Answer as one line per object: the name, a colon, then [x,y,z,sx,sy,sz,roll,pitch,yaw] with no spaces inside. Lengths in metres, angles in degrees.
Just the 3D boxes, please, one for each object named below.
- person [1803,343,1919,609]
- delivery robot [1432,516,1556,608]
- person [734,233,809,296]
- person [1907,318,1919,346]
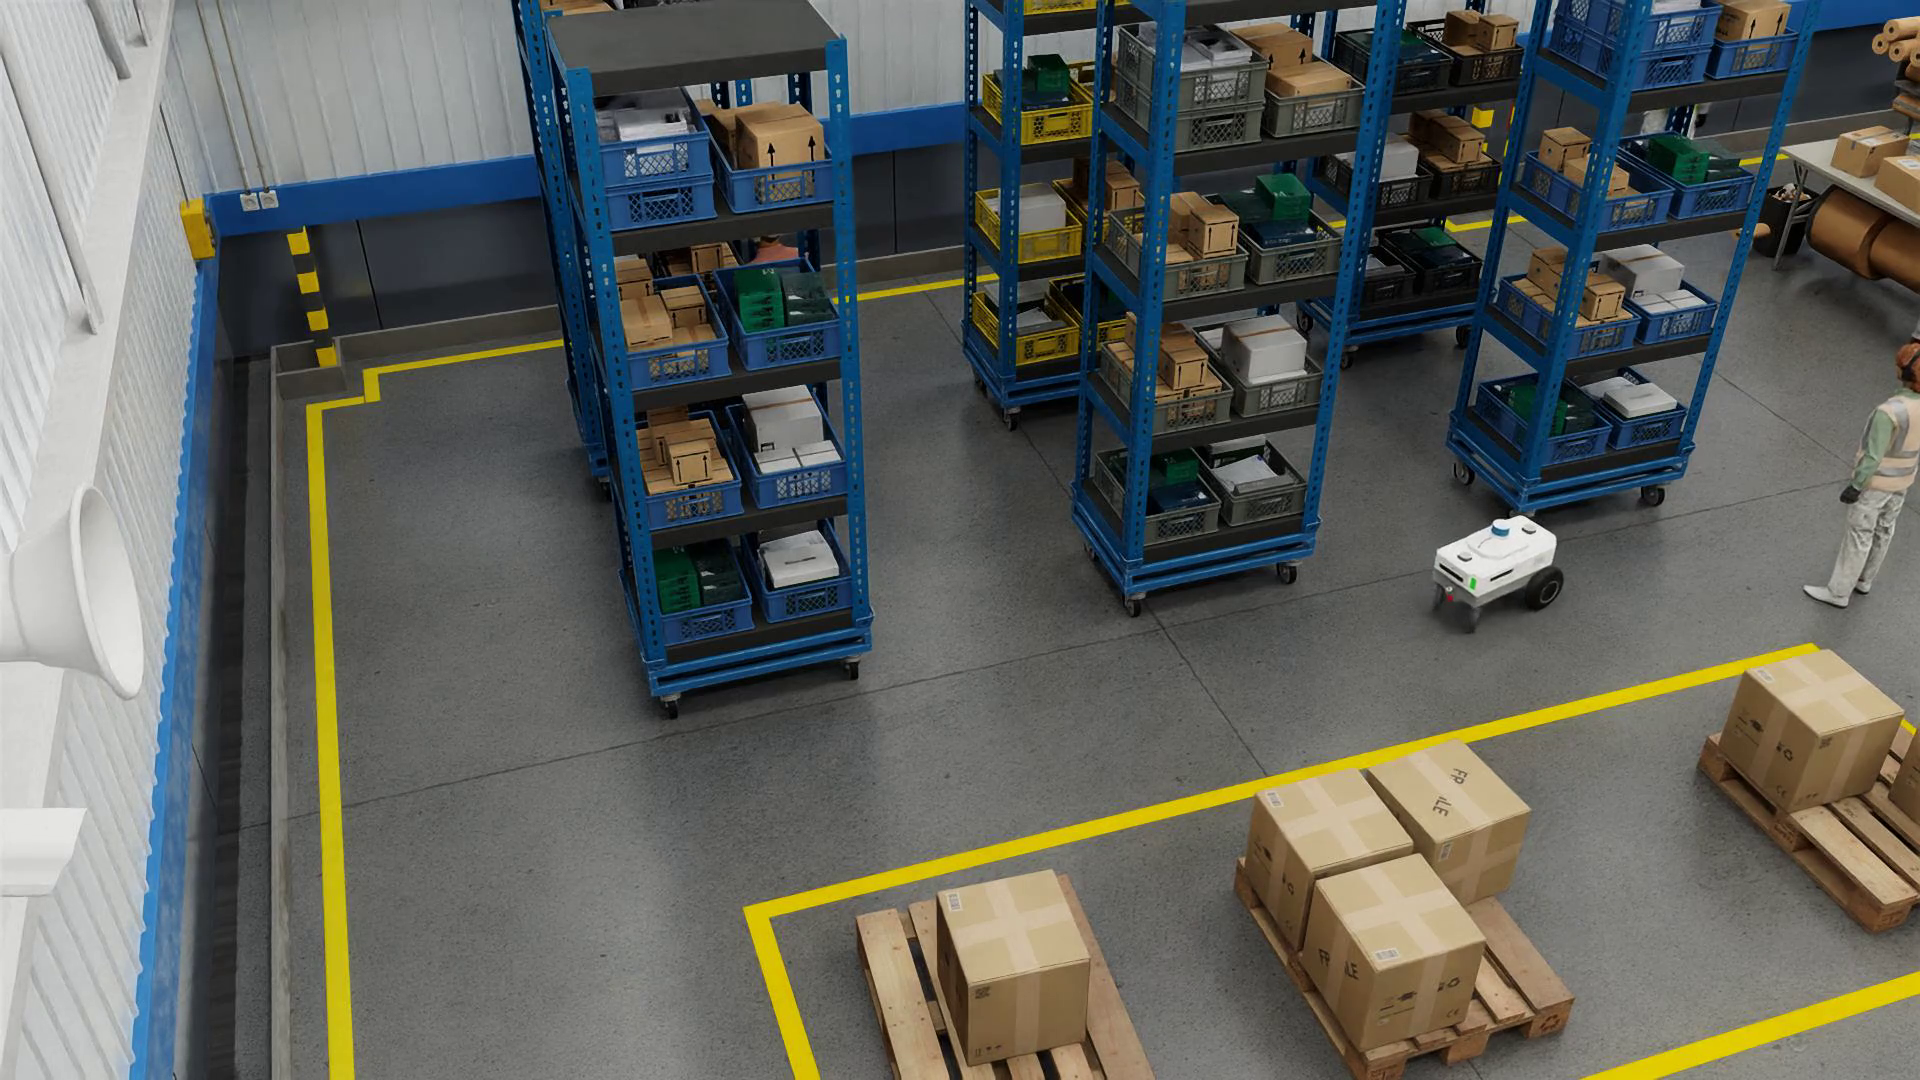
person: [5.169,-0.347,9.341,0.514,1.641,0.315,-20,40,-25]
delivery robot: [3.070,0.105,9.560,0.707,0.478,0.477,-19,40,-25]
person: [-1.140,-1.178,10.235,0.625,1.979,0.411,-30,45,-35]
person: [7.124,-2.109,11.597,0.374,1.930,0.632,5,35,7]
